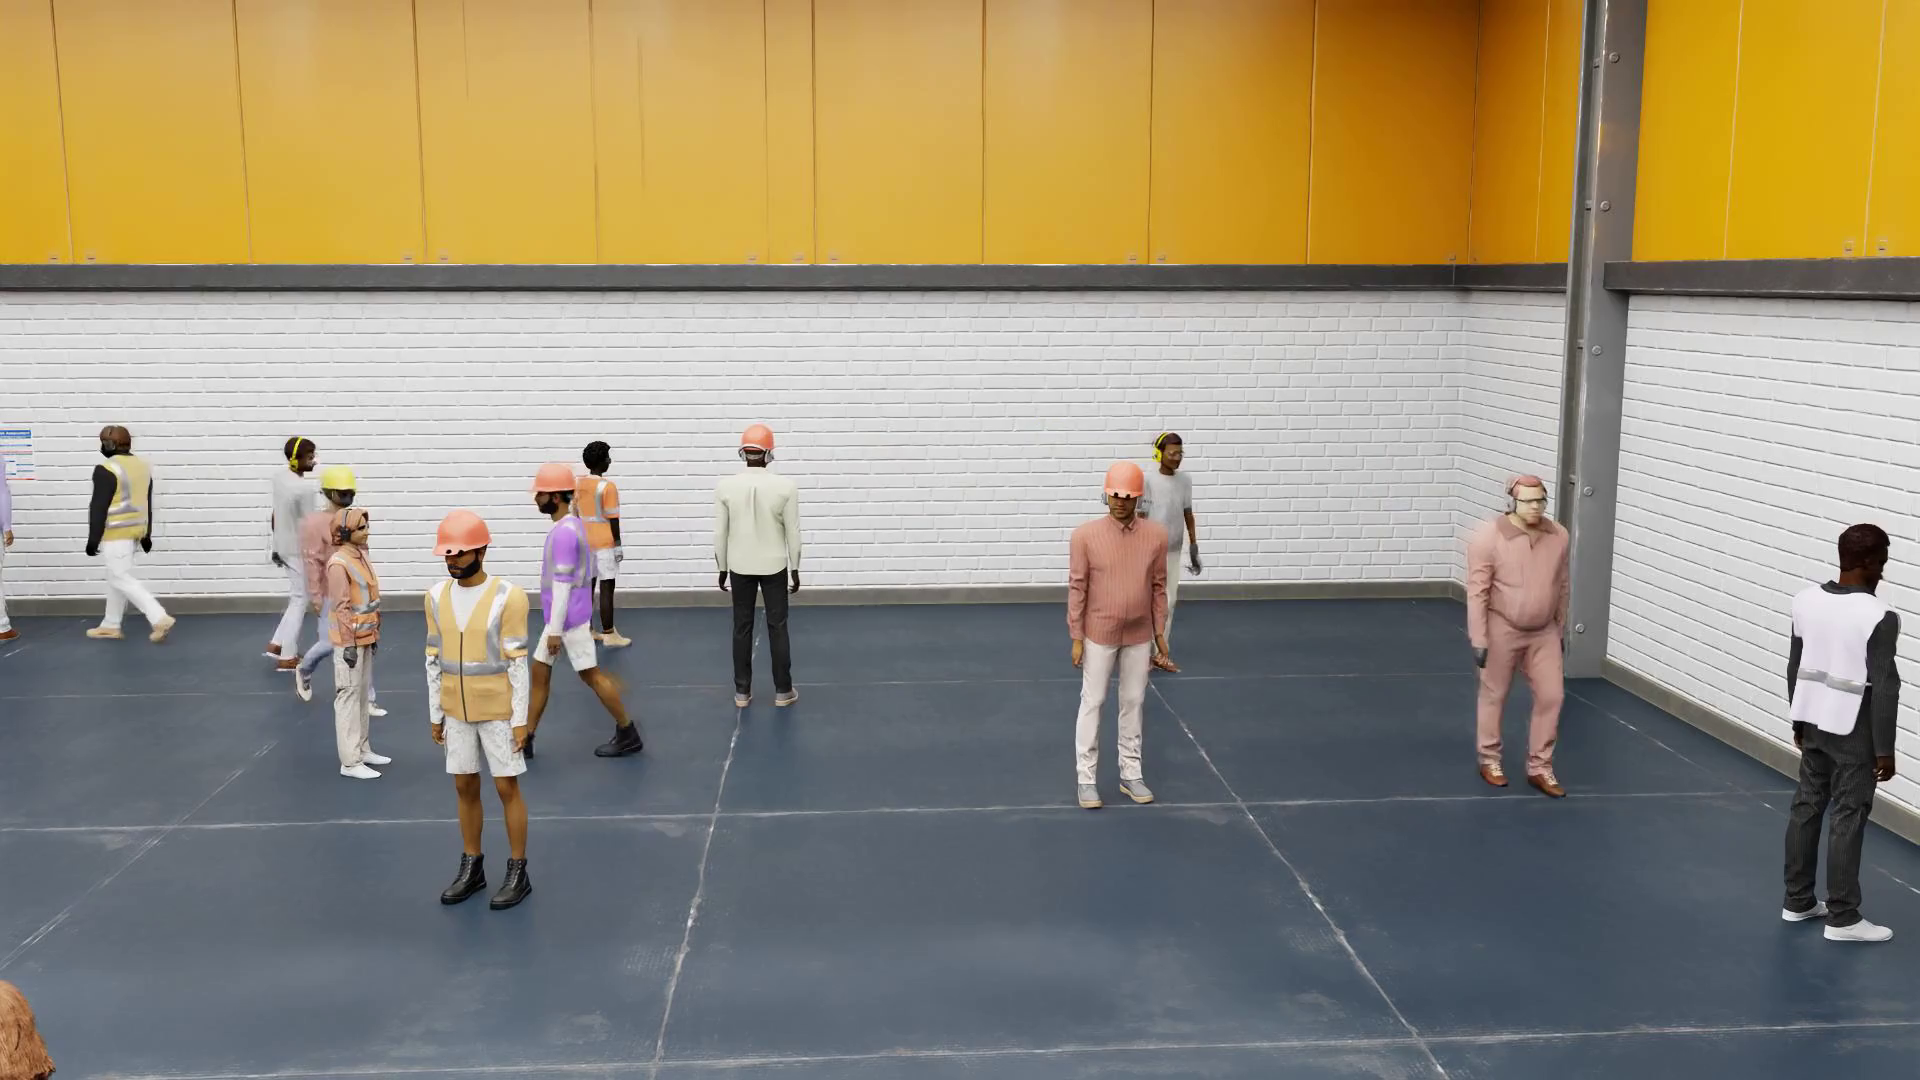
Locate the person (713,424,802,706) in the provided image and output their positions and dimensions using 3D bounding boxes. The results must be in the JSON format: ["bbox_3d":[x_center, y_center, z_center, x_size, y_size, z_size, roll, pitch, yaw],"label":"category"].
[{"bbox_3d":[-1.417,0.182,11.718,0.613,1.994,0.395,0,9,3],"label":"person"}]

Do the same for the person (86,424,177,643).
[{"bbox_3d":[-6.894,-0.047,13.726,0.845,1.817,0.631,0,9,1],"label":"person"}]

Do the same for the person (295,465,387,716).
[{"bbox_3d":[-4.319,0.341,11.503,0.721,1.746,0.529,6,11,34],"label":"person"}]

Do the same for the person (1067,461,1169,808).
[{"bbox_3d":[0.914,0.535,9.513,0.612,1.991,0.392,-3,9,-16],"label":"person"}]

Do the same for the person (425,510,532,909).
[{"bbox_3d":[-2.319,0.812,7.972,0.542,1.933,0.383,2,9,15],"label":"person"}]

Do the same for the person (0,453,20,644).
[{"bbox_3d":[-8.098,-0.095,13.632,0.627,1.940,0.373,-2,9,-12],"label":"person"}]

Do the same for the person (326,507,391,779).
[{"bbox_3d":[-3.671,0.618,10.090,0.307,1.641,0.513,-1,9,-7],"label":"person"}]

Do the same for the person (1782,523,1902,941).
[{"bbox_3d":[4.038,0.873,7.635,0.392,1.914,0.587,-3,9,-16],"label":"person"}]

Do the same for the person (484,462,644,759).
[{"bbox_3d":[-2.454,0.456,10.351,0.977,1.890,0.558,-2,9,-15],"label":"person"}]

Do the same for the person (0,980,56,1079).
[{"bbox_3d":[-1.949,1.690,3.416,0.502,1.626,0.282,-6,11,-35],"label":"person"}]

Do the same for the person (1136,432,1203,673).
[{"bbox_3d":[1.582,0.101,12.673,0.529,1.854,0.383,-6,11,-35],"label":"person"}]

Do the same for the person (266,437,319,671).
[{"bbox_3d":[-5.077,0.109,12.718,0.383,1.827,0.631,-9,13,-44],"label":"person"}]

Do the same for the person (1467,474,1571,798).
[{"bbox_3d":[3.289,0.560,9.701,0.673,1.879,0.729,-1,9,-9],"label":"person"}]

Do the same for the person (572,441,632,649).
[{"bbox_3d":[-2.936,0.039,13.553,0.532,1.696,0.319,7,12,38],"label":"person"}]
